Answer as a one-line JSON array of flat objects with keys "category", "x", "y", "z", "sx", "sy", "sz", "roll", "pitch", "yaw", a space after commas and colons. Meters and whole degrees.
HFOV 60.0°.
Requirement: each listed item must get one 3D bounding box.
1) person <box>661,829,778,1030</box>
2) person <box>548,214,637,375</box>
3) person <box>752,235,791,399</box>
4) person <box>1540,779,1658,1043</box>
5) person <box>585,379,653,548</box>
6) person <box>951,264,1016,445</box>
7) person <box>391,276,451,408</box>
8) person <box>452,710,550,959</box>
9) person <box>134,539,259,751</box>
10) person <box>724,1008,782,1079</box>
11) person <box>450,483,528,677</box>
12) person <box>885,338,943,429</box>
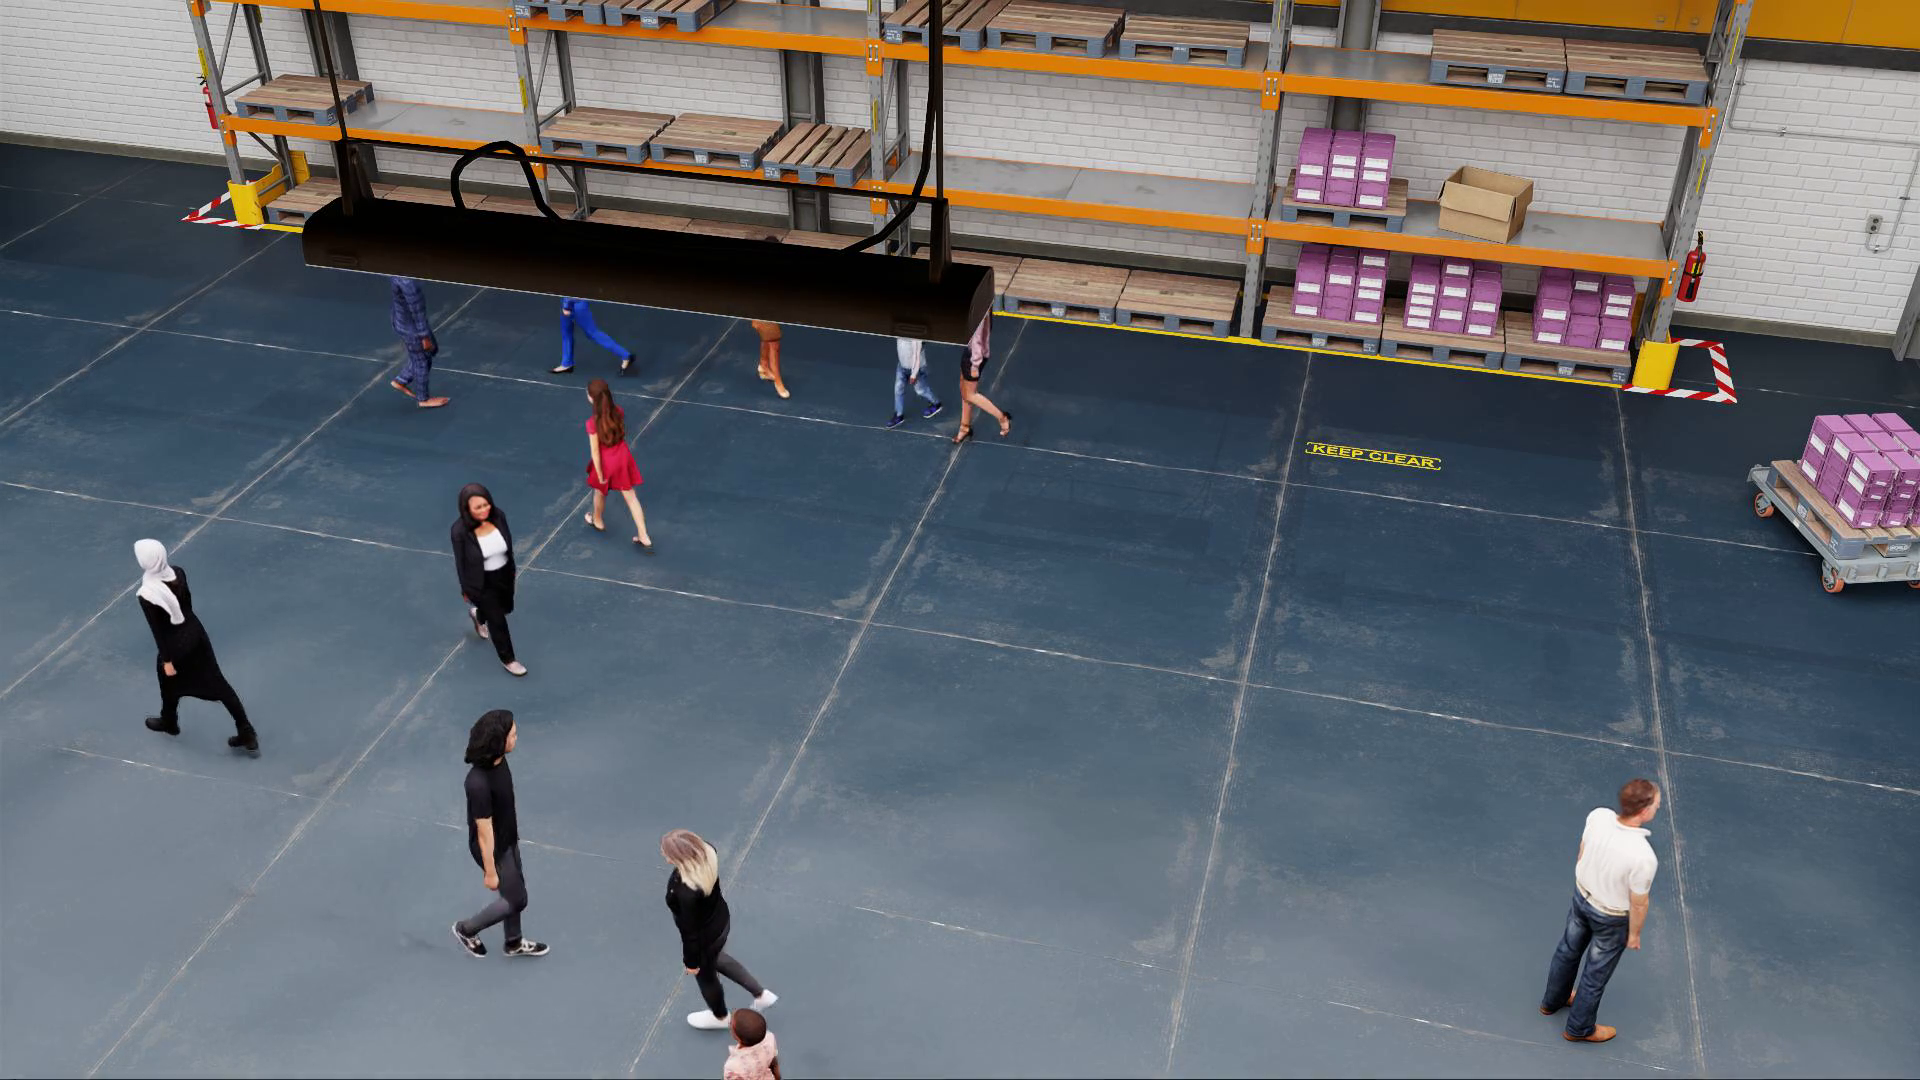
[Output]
[{"category": "person", "x": -1.346, "y": 2.239, "z": 9.372, "sx": 0.813, "sy": 1.661, "sz": 0.708, "roll": 8, "pitch": 34, "yaw": 11}, {"category": "person", "x": -3.651, "y": -2.356, "z": 16.281, "sx": 1.208, "sy": 1.665, "sz": 0.875, "roll": -2, "pitch": 34, "yaw": -3}, {"category": "person", "x": -1.867, "y": -2.195, "z": 16.053, "sx": 0.871, "sy": 1.650, "sz": 0.732, "roll": 22, "pitch": 39, "yaw": 29}, {"category": "person", "x": 3.627, "y": 2.088, "z": 9.426, "sx": 0.773, "sy": 1.853, "sz": 0.753, "roll": -11, "pitch": 35, "yaw": -16}, {"category": "person", "x": -2.836, "y": -0.623, "z": 13.803, "sx": 0.927, "sy": 1.521, "sz": 1.084, "roll": -25, "pitch": 41, "yaw": -32}, {"category": "person", "x": 0.200, "y": -1.652, "z": 15.099, "sx": 0.912, "sy": 1.801, "sz": 0.781, "roll": -1, "pitch": 34, "yaw": -2}, {"category": "person", "x": -5.228, "y": -2.023, "z": 15.666, "sx": 0.951, "sy": 1.791, "sz": 0.899, "roll": -13, "pitch": 36, "yaw": -19}, {"category": "person", "x": -2.843, "y": 1.800, "z": 9.904, "sx": 0.897, "sy": 1.803, "sz": 0.841, "roll": 2, "pitch": 34, "yaw": 2}, {"category": "person", "x": -5.286, "y": 0.776, "z": 11.515, "sx": 1.138, "sy": 1.726, "sz": 0.641, "roll": 10, "pitch": 35, "yaw": 14}, {"category": "person", "x": -1.021, "y": 2.929, "z": 8.659, "sx": 0.744, "sy": 1.301, "sz": 0.639, "roll": 22, "pitch": 40, "yaw": 30}, {"category": "person", "x": -3.563, "y": 0.258, "z": 12.407, "sx": 1.056, "sy": 1.600, "sz": 0.867, "roll": 24, "pitch": 40, "yaw": 31}, {"category": "person", "x": -0.400, "y": -1.668, "z": 15.628, "sx": 0.810, "sy": 1.242, "sz": 0.822, "roll": -27, "pitch": 42, "yaw": -34}]
